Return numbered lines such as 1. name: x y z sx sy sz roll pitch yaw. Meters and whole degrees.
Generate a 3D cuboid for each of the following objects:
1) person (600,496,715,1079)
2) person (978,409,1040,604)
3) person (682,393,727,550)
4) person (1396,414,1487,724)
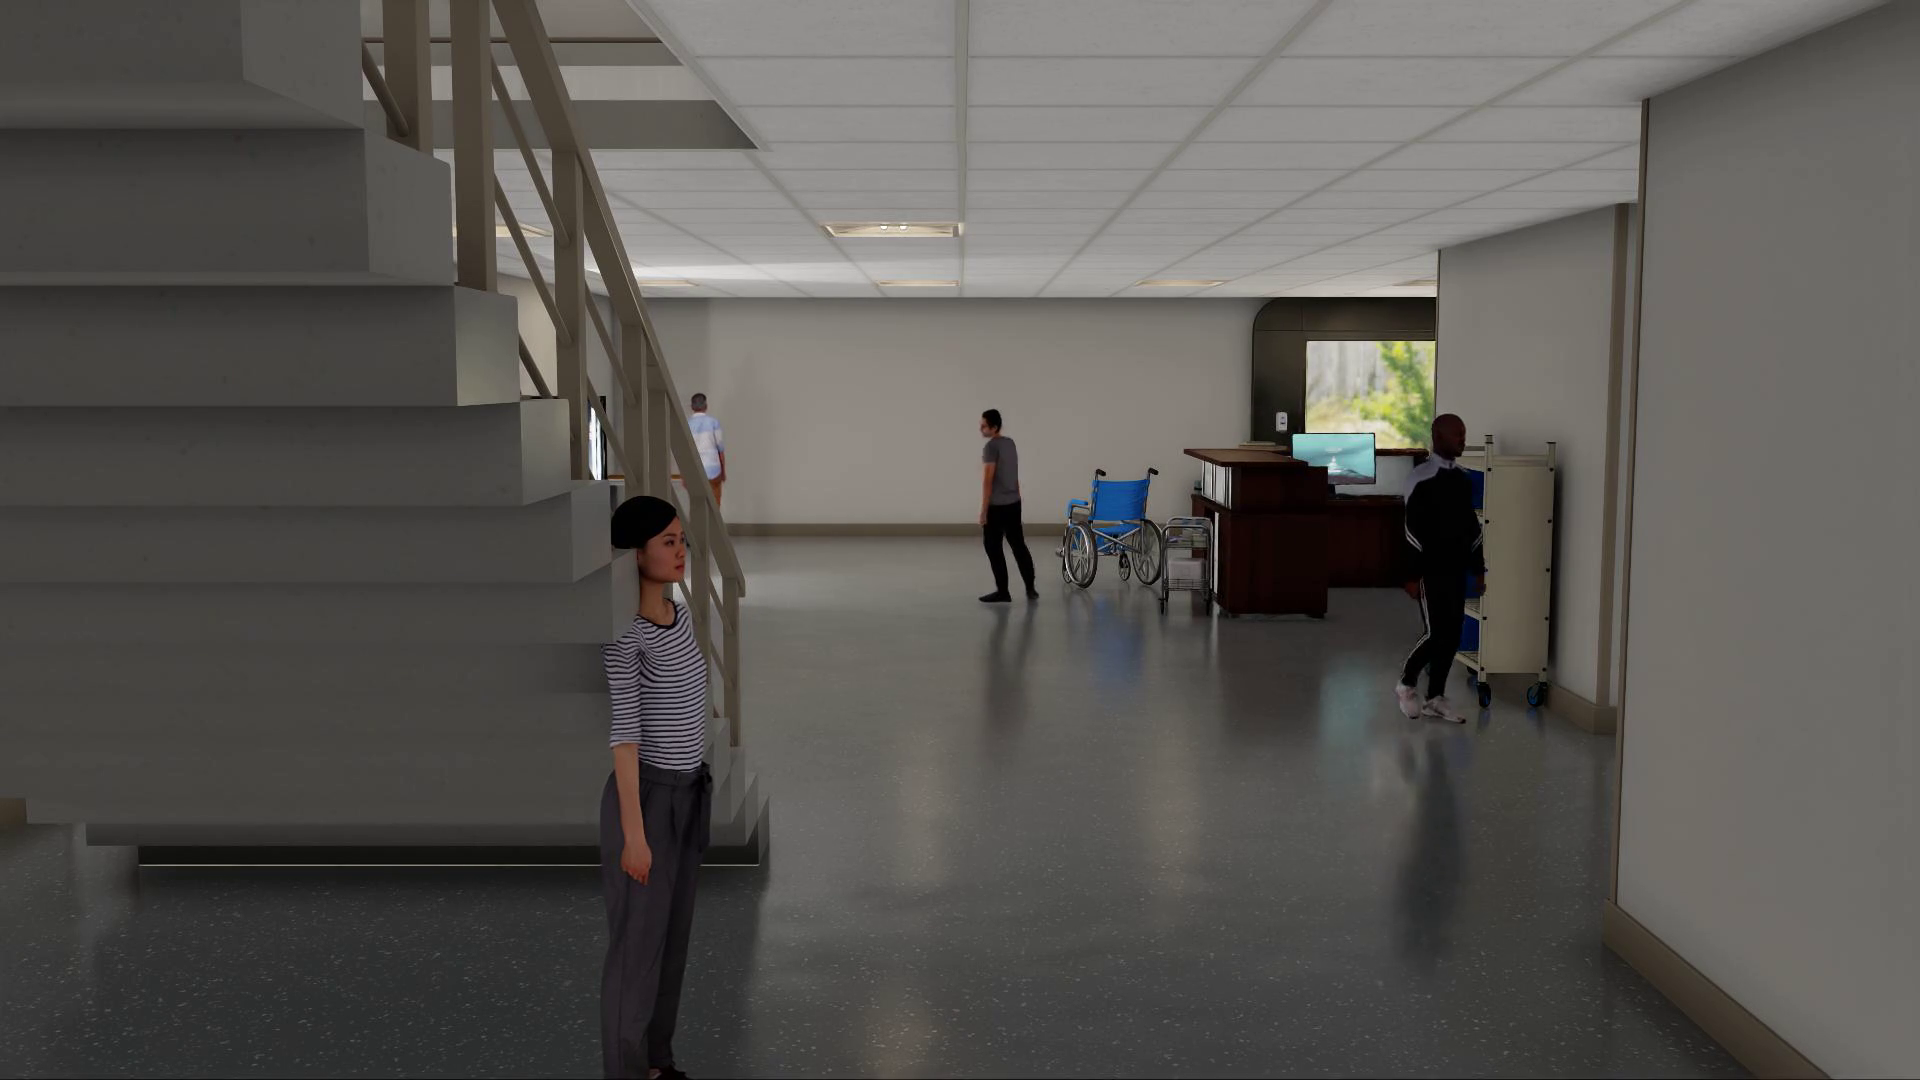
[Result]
1. person: -0.848 0.738 4.513 0.695 1.733 0.527 1 6 12
2. person: 0.419 -0.296 14.834 0.953 1.724 0.842 5 8 43
3. person: -2.960 -0.781 19.261 0.776 1.804 1.104 1 6 6
4. person: 2.778 0.160 9.859 0.815 1.812 0.852 -3 7 -29
